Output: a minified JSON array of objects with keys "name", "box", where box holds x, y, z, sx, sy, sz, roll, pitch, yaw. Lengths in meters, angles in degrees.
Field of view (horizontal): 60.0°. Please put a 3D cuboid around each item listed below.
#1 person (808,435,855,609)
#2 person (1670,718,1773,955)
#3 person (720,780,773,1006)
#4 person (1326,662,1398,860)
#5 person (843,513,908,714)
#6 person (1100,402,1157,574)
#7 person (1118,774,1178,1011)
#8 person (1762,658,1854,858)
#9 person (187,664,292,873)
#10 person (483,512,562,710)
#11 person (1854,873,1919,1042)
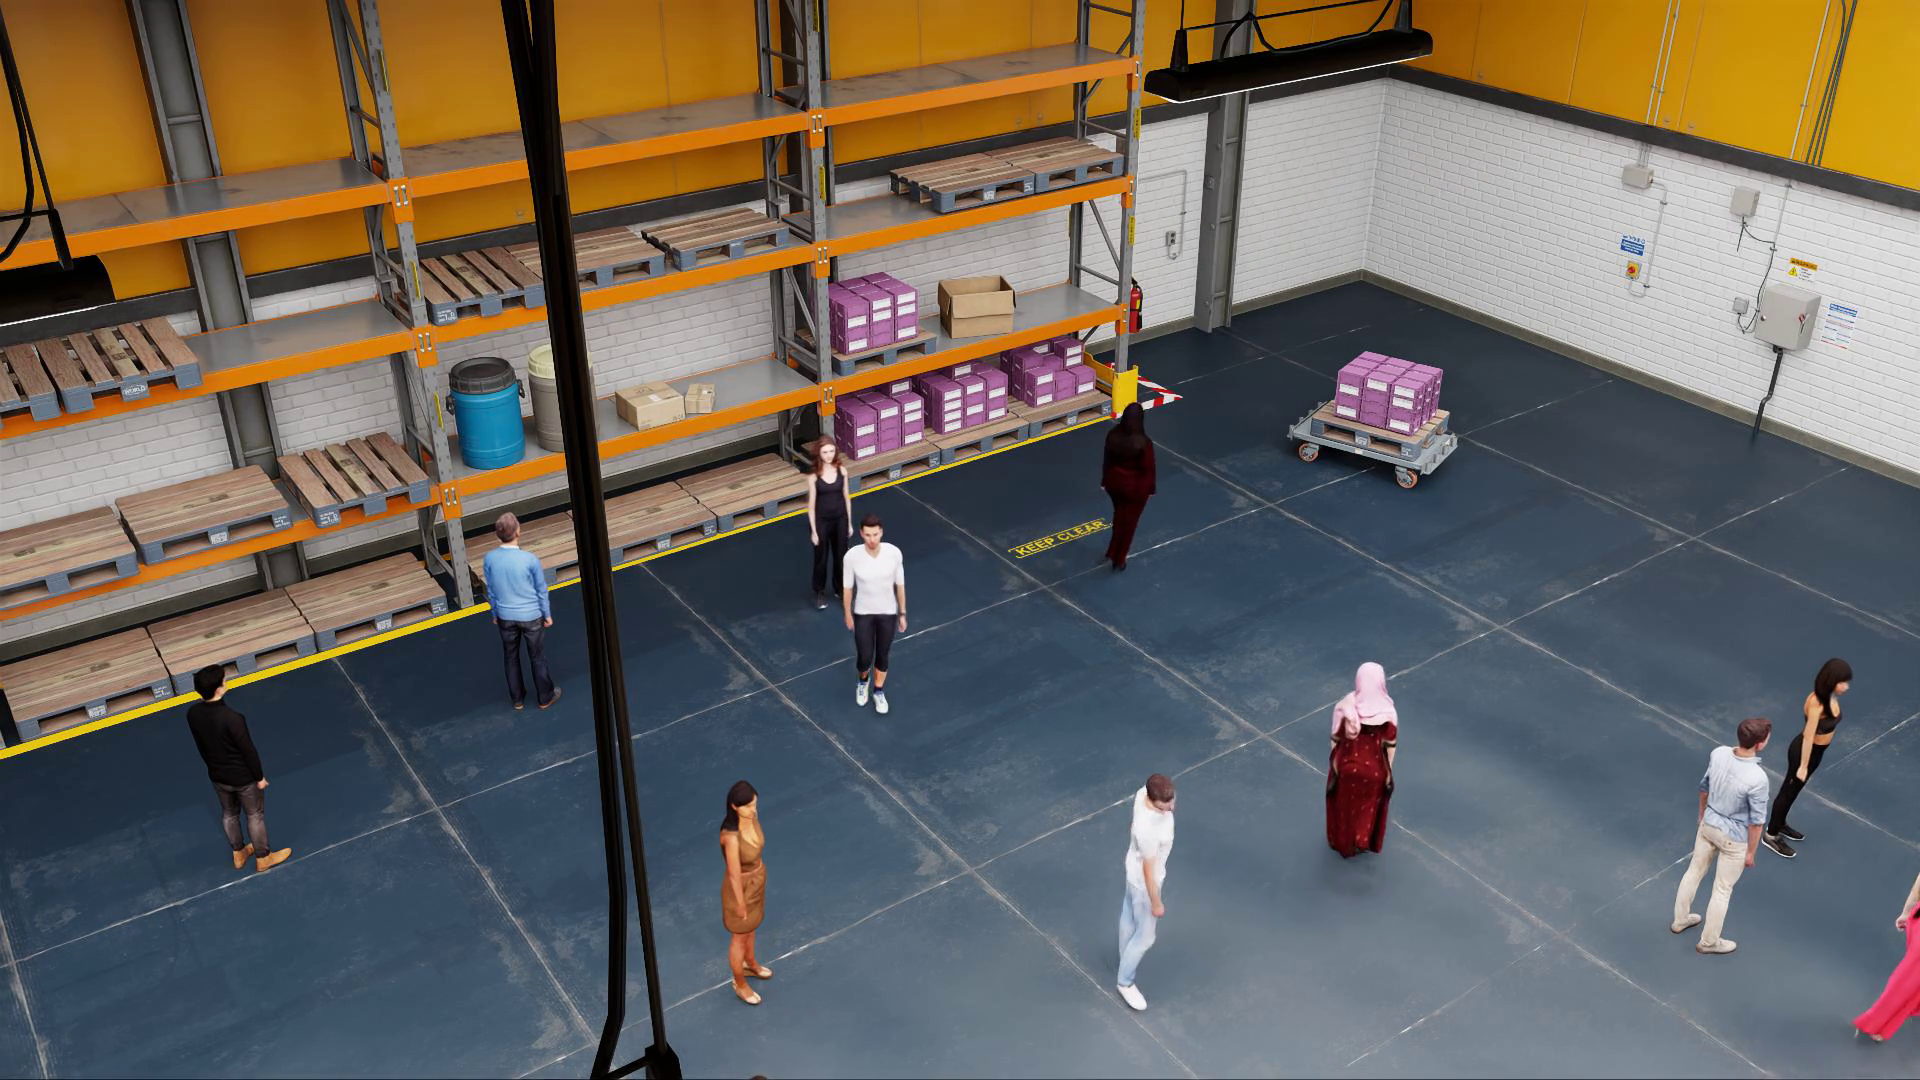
[{"name":"person","box":[-1.216,-0.189,15.383,0.486,1.742,0.657,-14,31,-23]},{"name":"person","box":[5.197,1.980,11.296,0.613,1.847,0.697,-12,31,-20]},{"name":"person","box":[-1.415,2.286,10.905,0.702,1.684,0.630,7,29,13]},{"name":"person","box":[2.903,1.659,12.104,0.820,1.637,0.875,7,29,13]},{"name":"person","box":[-0.717,0.564,13.899,0.730,1.841,0.832,-6,29,-12]},{"name":"person","box":[1.542,-0.464,15.886,0.793,1.743,0.856,21,35,33]},{"name":"person","box":[1.181,2.177,10.965,0.869,1.820,0.886,-6,29,-10]},{"name":"person","box":[6.248,1.567,12.269,0.663,1.641,0.509,22,36,35]},{"name":"person","box":[-5.260,1.651,12.030,0.722,1.723,0.747,9,30,16]},{"name":"person","box":[-3.674,0.593,13.869,0.720,1.819,0.805,2,29,4]},{"name":"person","box":[6.019,2.516,10.477,1.107,1.691,0.935,-1,29,-2]}]
